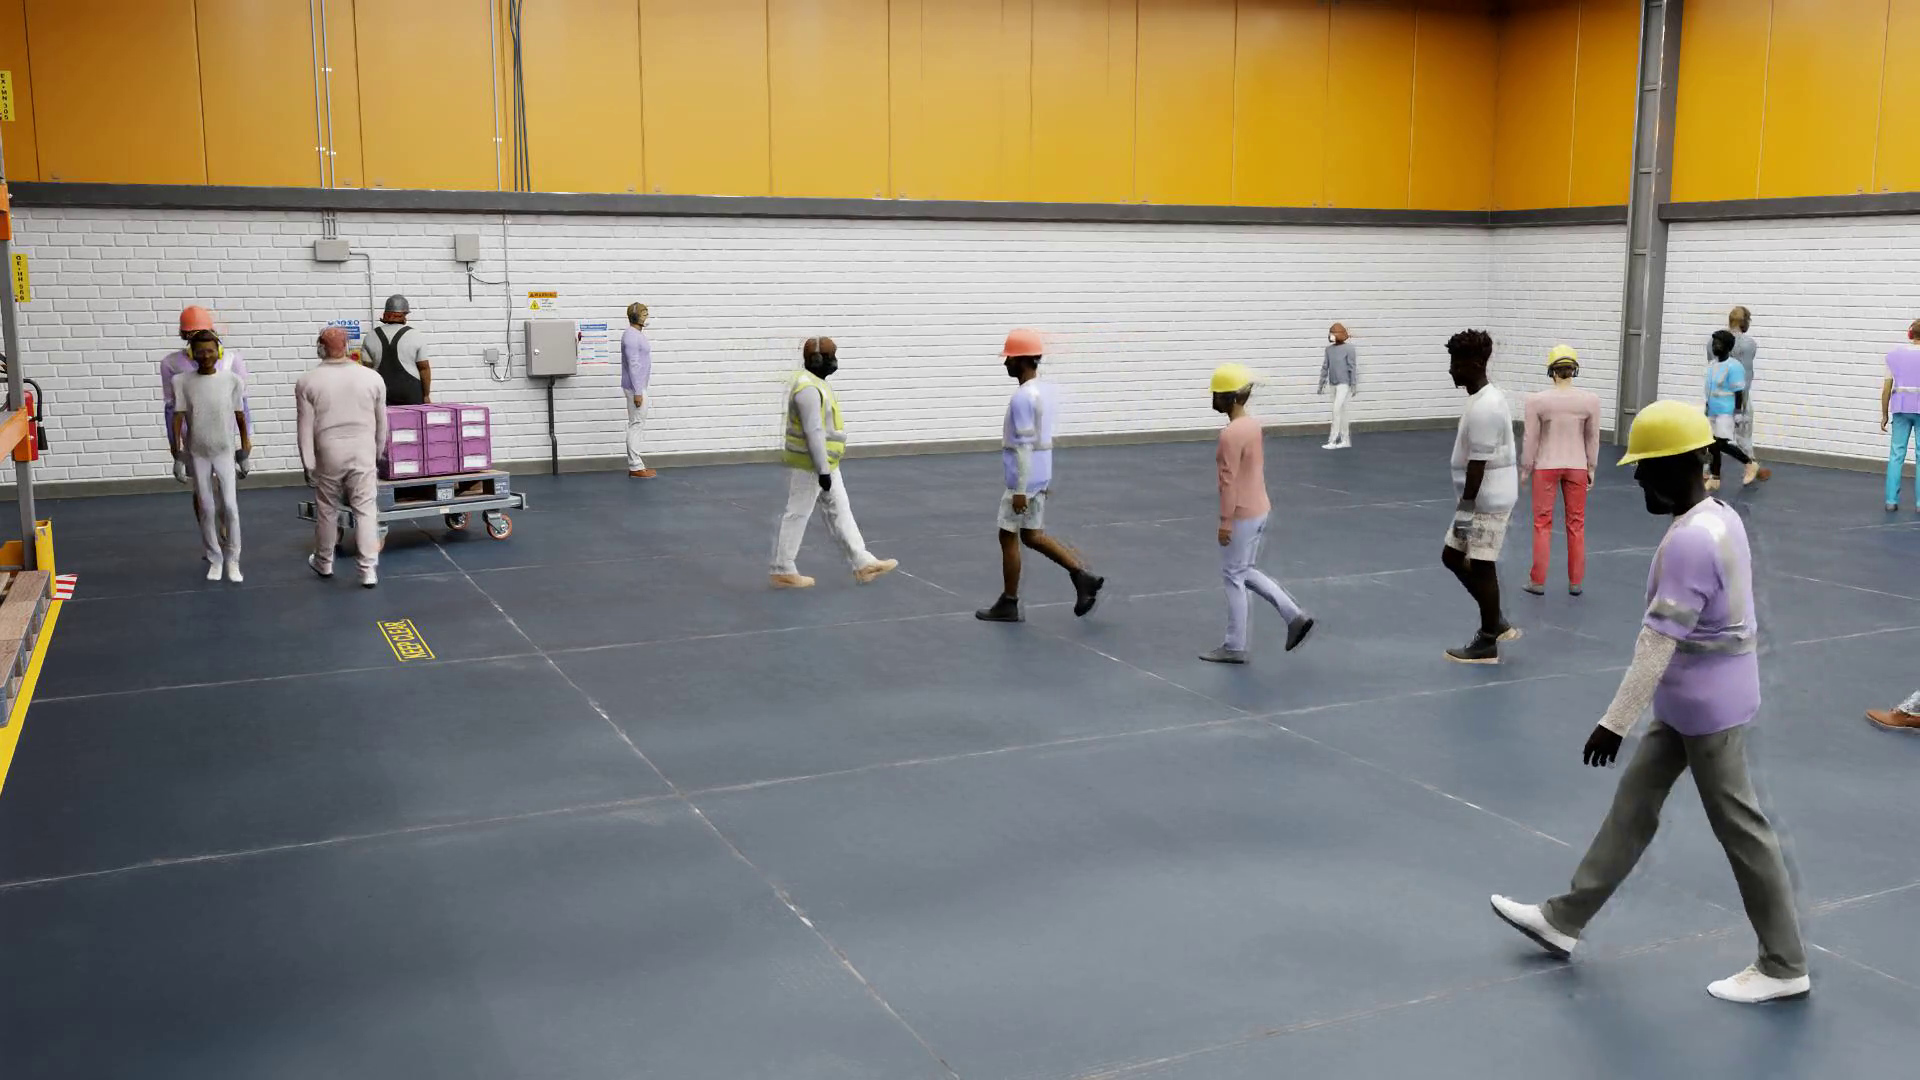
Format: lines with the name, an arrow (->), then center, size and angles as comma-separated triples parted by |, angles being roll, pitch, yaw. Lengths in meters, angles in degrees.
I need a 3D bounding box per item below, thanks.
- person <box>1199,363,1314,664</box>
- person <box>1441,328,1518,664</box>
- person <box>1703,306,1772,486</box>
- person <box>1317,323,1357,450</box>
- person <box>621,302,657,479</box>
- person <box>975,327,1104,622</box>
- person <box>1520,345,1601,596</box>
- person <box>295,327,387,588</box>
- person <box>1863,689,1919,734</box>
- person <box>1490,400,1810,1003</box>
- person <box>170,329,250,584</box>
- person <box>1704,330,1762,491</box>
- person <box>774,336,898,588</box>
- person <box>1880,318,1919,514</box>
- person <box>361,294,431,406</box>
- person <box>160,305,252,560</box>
person -> 1.678, -0.141, 9.559 | 0.589, 1.747, 0.541 | 4, 10, 25
person -> 2.962, -0.236, 9.542 | 0.440, 1.941, 0.600 | 2, 9, 12
person -> 8.197, -1.502, 17.534 | 0.935, 1.898, 0.642 | -4, 10, -24
person -> 4.777, -1.954, 21.247 | 0.726, 1.602, 0.525 | -5, 11, -31
person -> -3.533, -1.639, 18.271 | 0.367, 1.939, 0.635 | -1, 9, -8
person -> 0.501, -0.398, 10.651 | 0.758, 1.918, 0.549 | 3, 10, 18
person -> 4.191, -0.482, 11.651 | 0.523, 1.760, 0.324 | 1, 9, 6
person -> -4.494, -0.606, 12.111 | 0.641, 1.861, 0.929 | -5, 10, -27
person -> 5.037, 0.051, 7.967 | 1.048, 1.892, 0.642 | 4, 10, 26
person -> 2.227, 0.504, 5.213 | 0.998, 1.857, 0.614 | 4, 10, 23
person -> -5.434, -0.591, 12.058 | 0.495, 1.851, 0.717 | -3, 10, -19
person -> 7.904, -1.312, 17.048 | 0.511, 1.682, 0.544 | -1, 9, -6
person -> -0.911, -0.540, 11.858 | 0.936, 1.801, 0.657 | 1, 9, 4
person -> 8.962, -1.165, 15.622 | 0.572, 1.840, 0.373 | 8, 12, 41
person -> -5.814, -1.535, 17.309 | 0.684, 2.000, 0.535 | 0, 9, 3
person -> -6.045, -0.879, 13.356 | 0.636, 2.014, 0.881 | -5, 10, -27
